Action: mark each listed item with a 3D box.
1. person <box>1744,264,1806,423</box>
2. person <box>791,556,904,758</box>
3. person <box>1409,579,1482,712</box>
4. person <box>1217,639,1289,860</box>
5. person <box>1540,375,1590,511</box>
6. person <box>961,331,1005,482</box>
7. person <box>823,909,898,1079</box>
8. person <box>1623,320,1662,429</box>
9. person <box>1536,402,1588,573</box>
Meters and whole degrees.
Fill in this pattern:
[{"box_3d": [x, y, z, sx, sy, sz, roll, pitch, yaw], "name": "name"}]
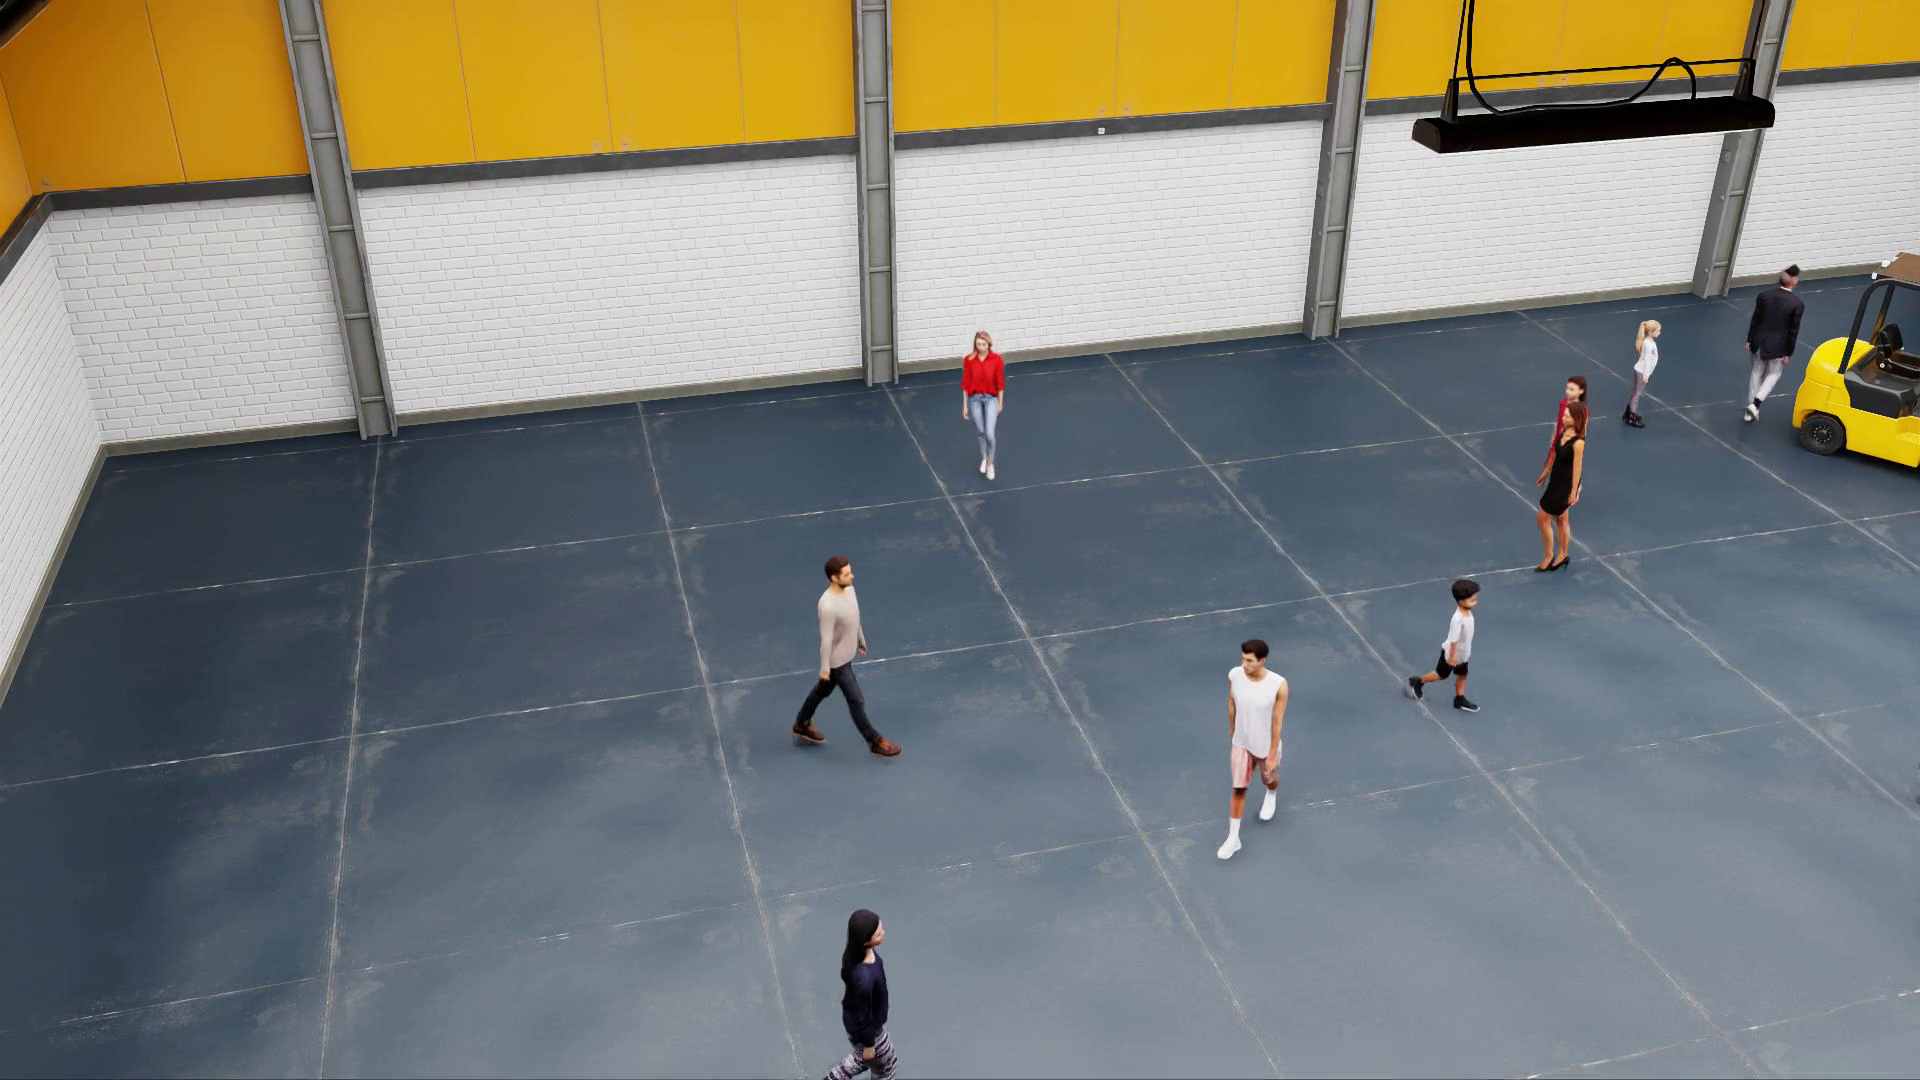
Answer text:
[{"box_3d": [9.330, -2.245, 19.232, 0.903, 1.937, 0.961, 24, 37, 37], "name": "person"}, {"box_3d": [-1.065, 0.946, 13.502, 1.312, 1.822, 1.071, 7, 29, 13], "name": "person"}, {"box_3d": [4.186, 0.889, 14.212, 0.871, 1.243, 0.819, 16, 32, 27], "name": "person"}, {"box_3d": [2.297, 1.494, 12.590, 1.167, 1.734, 1.210, 15, 32, 25], "name": "person"}, {"box_3d": [6.403, -1.011, 17.381, 0.835, 1.542, 0.689, -18, 33, -29], "name": "person"}, {"box_3d": [0.257, -1.528, 18.182, 0.750, 1.684, 0.812, 4, 29, 7], "name": "person"}, {"box_3d": [-0.645, 2.903, 10.026, 0.852, 1.714, 0.611, -6, 29, -11], "name": "person"}, {"box_3d": [7.962, -1.966, 19.407, 0.607, 1.279, 0.575, 7, 29, 12], "name": "person"}, {"box_3d": [5.935, -0.491, 16.135, 0.734, 1.824, 0.669, 0, 29, 0], "name": "person"}]
